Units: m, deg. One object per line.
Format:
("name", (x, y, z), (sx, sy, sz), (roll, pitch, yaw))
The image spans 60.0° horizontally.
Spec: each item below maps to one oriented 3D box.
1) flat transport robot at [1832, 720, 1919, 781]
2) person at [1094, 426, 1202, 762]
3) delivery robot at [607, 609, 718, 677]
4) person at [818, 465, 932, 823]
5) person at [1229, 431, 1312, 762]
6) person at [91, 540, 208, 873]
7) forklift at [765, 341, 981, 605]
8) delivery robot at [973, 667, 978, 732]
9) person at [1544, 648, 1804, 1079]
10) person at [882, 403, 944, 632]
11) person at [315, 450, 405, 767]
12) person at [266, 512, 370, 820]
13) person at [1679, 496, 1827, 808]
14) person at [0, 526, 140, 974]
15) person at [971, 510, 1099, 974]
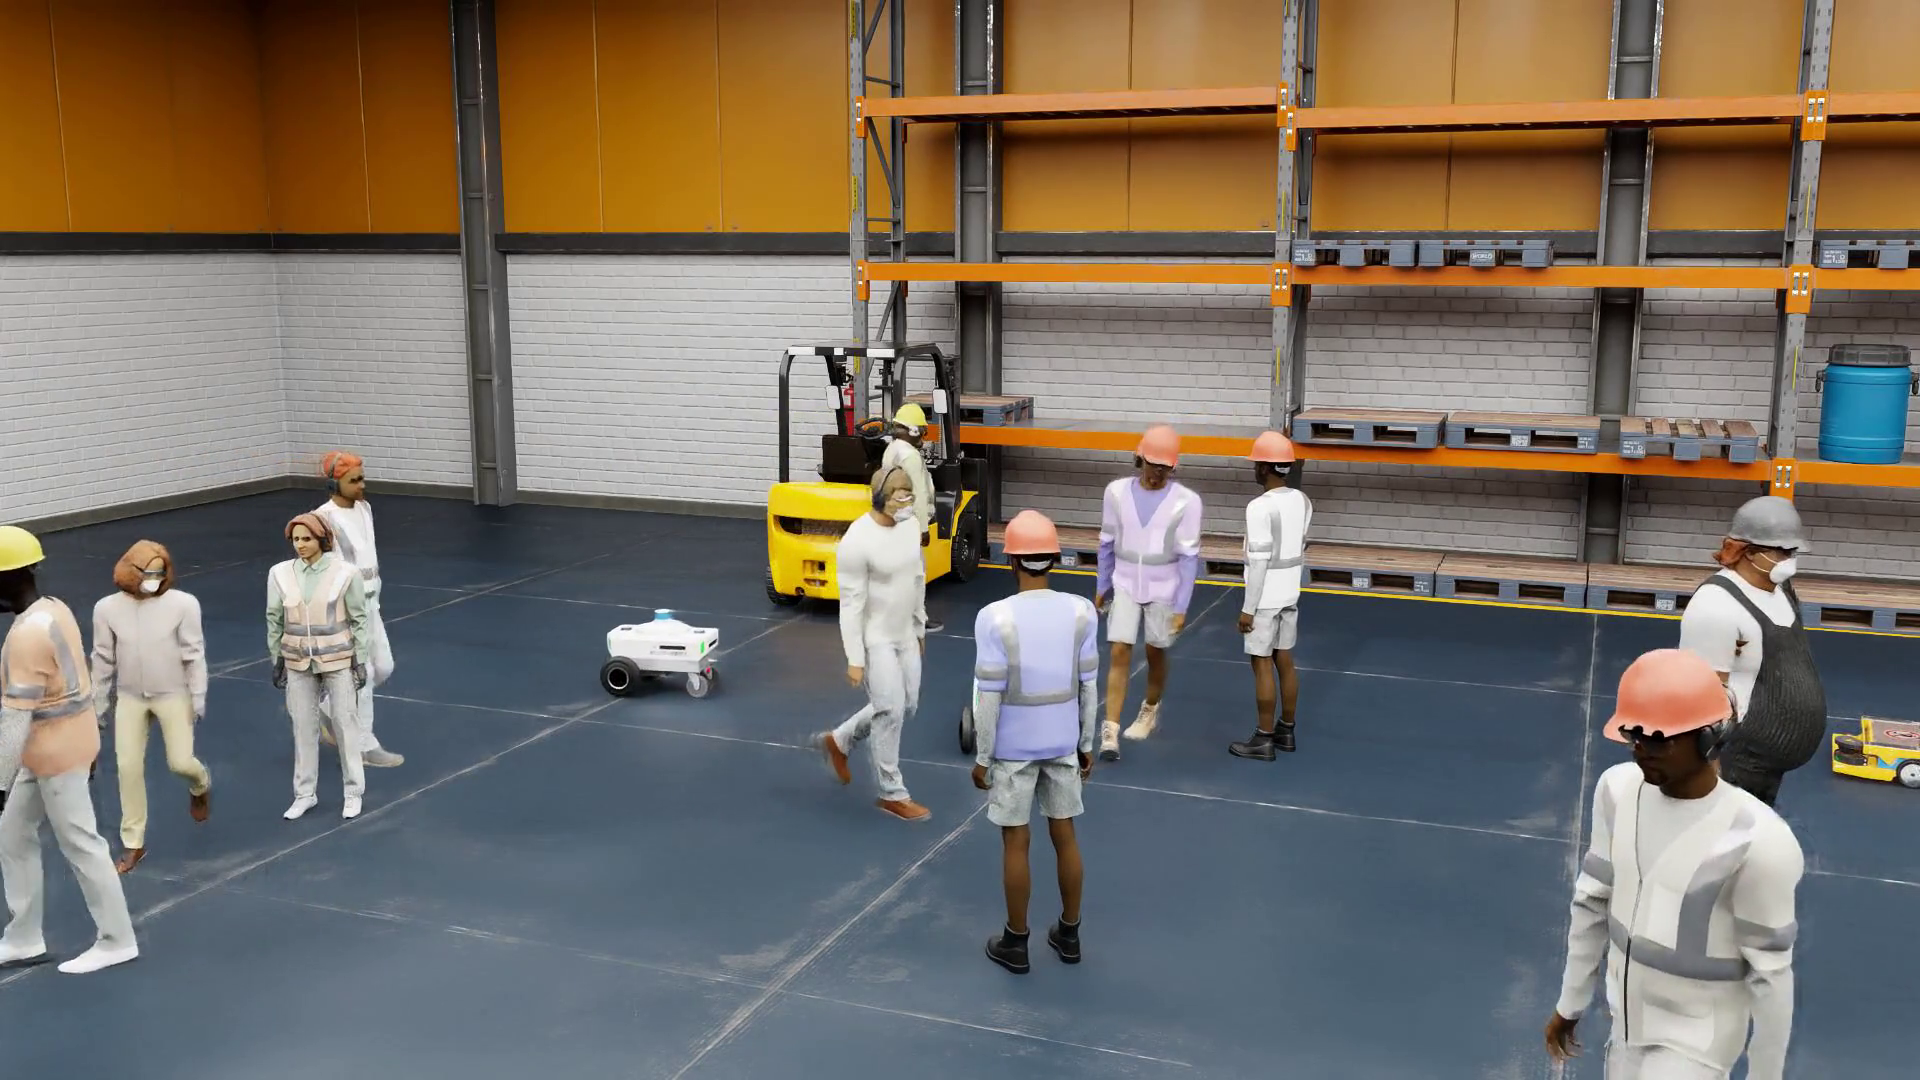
("flat transport robot", (5.726, 1.235, 9.370), (1.431, 0.197, 0.652), (5, 11, 27))
("person", (1.061, 0.315, 9.749), (0.677, 1.970, 1.041), (4, 11, 21))
("delivery robot", (-2.002, 0.711, 11.236), (0.707, 0.478, 0.477), (2, 10, 10))
("person", (-0.483, 0.528, 8.753), (0.699, 1.905, 0.685), (7, 12, 33))
("person", (1.810, 0.328, 9.779), (0.358, 1.936, 0.552), (9, 14, 42))
("person", (-3.975, 0.776, 8.207), (0.553, 1.617, 0.576), (-1, 10, -8))
("forklift", (-0.739, -0.602, 14.246), (1.214, 2.155, 2.313), (4, 11, 21))
("delivery robot", (0.252, 0.917, 10.092), (0.477, 0.478, 0.707), (0, 10, 1))
("person", (1.828, 1.264, 4.331), (0.449, 2.018, 0.597), (-3, 11, -16))
("person", (-0.467, -0.146, 12.787), (0.655, 1.804, 0.600), (-3, 11, -16))
("person", (-3.543, 0.406, 9.543), (0.521, 1.871, 0.600), (1, 10, 8))
("person", (-3.363, 0.663, 8.745), (0.517, 1.639, 0.313), (0, 10, 0))
("person", (3.212, 0.819, 6.760), (0.536, 2.000, 0.688), (10, 14, 44))
("person", (-3.831, 0.888, 6.795), (0.799, 1.894, 0.593), (-5, 11, -26))
("person", (0.299, 0.837, 6.952), (0.552, 1.932, 0.377), (-4, 11, -21))
